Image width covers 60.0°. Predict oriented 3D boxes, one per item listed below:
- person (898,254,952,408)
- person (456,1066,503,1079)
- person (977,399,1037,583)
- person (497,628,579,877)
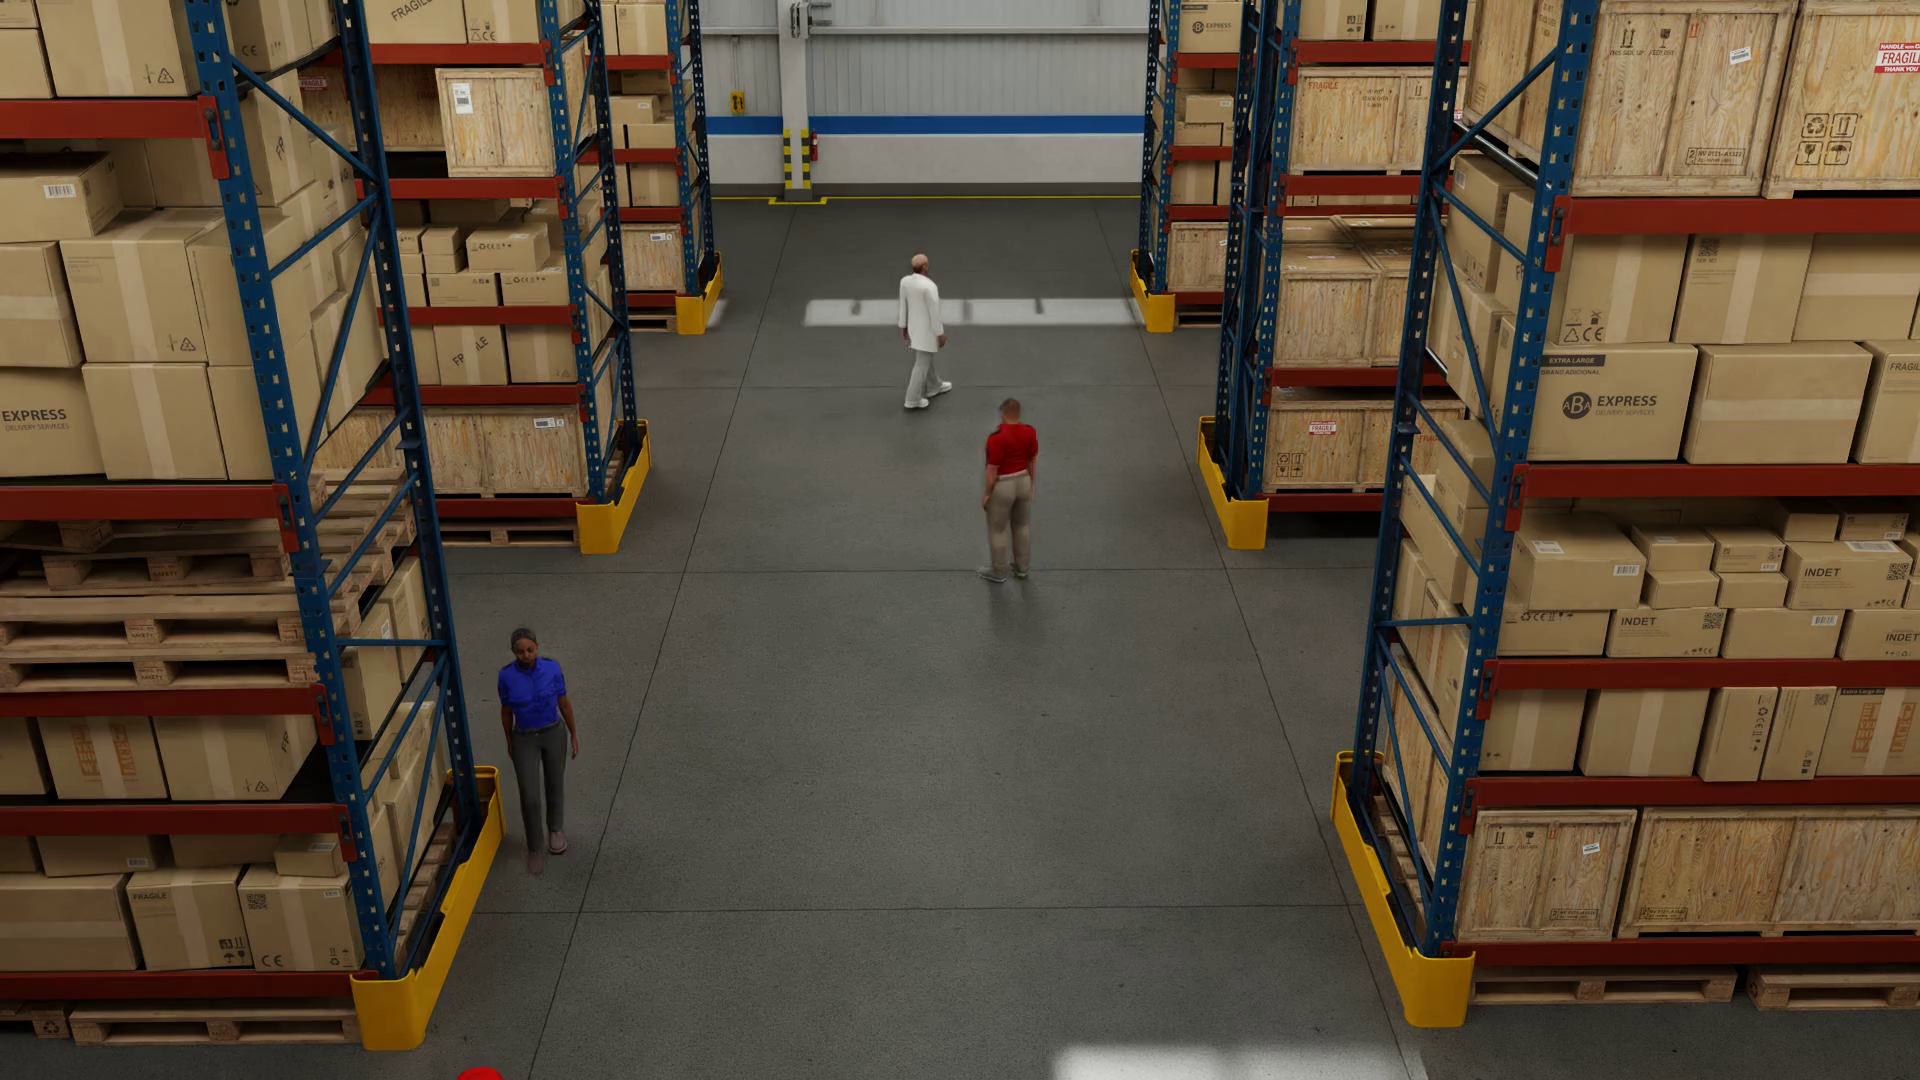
[{"bbox_3d":[-0.359,-2.423,19.054,0.892,1.769,0.585,-22,33,-39],"label":"person"},{"bbox_3d":[-2.058,3.049,7.323,0.347,1.795,0.548,-21,32,-37],"label":"person"},{"bbox_3d":[0.417,-0.463,14.905,0.522,1.731,0.383,-15,29,-28],"label":"person"},{"bbox_3d":[-2.766,1.381,11.047,0.458,1.676,0.503,-10,27,-20],"label":"person"}]
